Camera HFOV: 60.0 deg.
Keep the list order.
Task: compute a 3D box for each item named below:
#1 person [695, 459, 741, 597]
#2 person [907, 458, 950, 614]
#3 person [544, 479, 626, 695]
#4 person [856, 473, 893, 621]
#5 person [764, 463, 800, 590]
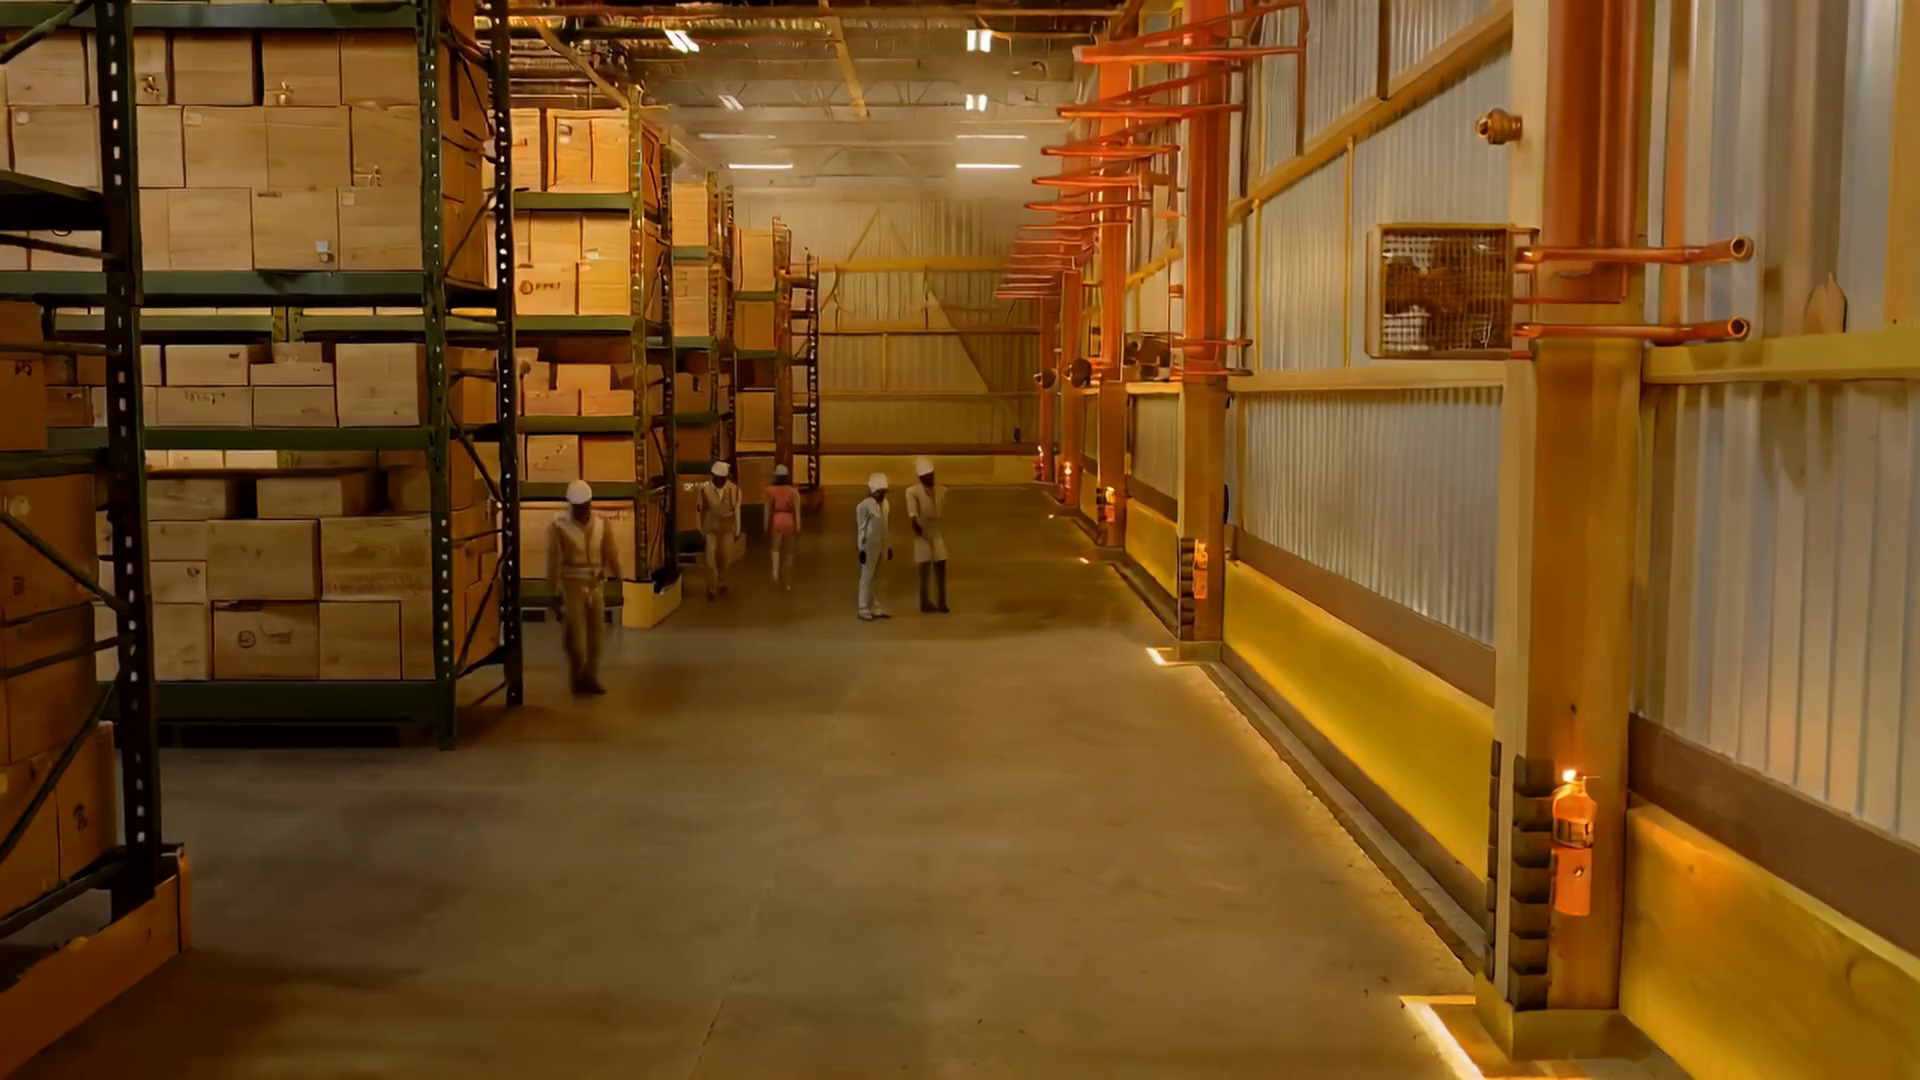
[{"bbox_3d":[-3.175,-0.154,21.845,0.615,1.813,0.429,-1,5,-16],"label":"person"},{"bbox_3d":[-0.359,-0.046,20.116,0.565,1.896,0.496,-2,5,-20],"label":"person"},{"bbox_3d":[-3.265,0.420,14.553,0.744,1.912,0.554,-4,6,-41],"label":"person"},{"bbox_3d":[-0.976,0.079,19.549,0.360,1.742,0.579,4,6,37],"label":"person"},{"bbox_3d":[-2.413,-0.176,22.628,0.480,1.731,0.407,0,5,0],"label":"person"}]
